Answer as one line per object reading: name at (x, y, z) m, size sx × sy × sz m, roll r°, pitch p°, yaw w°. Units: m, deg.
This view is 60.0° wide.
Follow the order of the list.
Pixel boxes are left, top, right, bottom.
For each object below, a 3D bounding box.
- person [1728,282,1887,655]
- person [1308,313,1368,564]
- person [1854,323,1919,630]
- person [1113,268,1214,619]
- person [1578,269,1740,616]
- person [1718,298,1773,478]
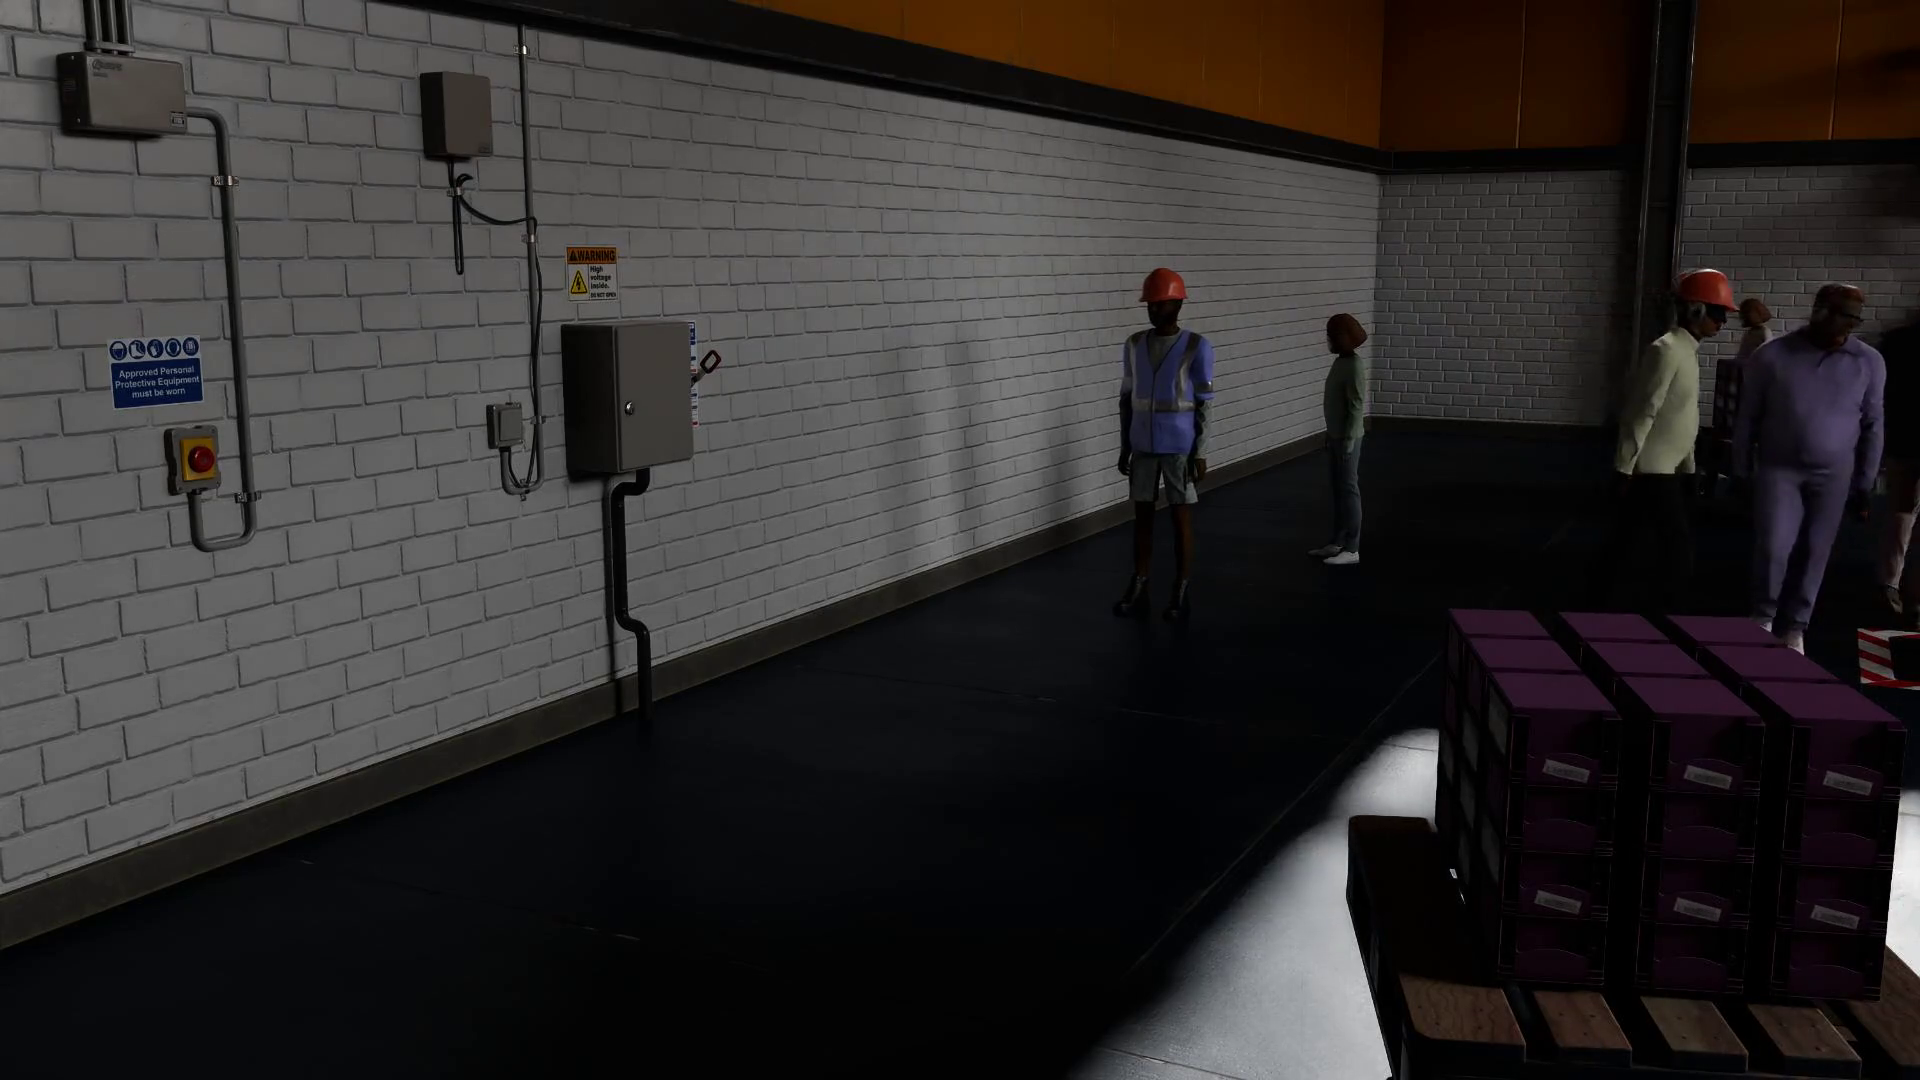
person at (4.195, -0.328, 8.245) m, size 0.681 × 1.875 × 0.464 m, roll 3°, pitch 10°, yaw 18°
person at (2.491, -0.658, 10.863) m, size 0.285 × 1.633 × 0.498 m, roll -1°, pitch 10°, yaw -3°
person at (5.241, -0.503, 9.000) m, size 0.512 × 1.967 × 0.695 m, roll -9°, pitch 13°, yaw -42°
person at (1.121, -0.528, 9.228) m, size 0.544 × 1.939 × 0.372 m, roll 6°, pitch 12°, yaw 32°
person at (3.511, -0.347, 8.168) m, size 0.933 × 1.938 × 0.630 m, roll 5°, pitch 11°, yaw 28°
person at (7.100, -1.337, 14.825) m, size 0.630 × 1.615 × 0.551 m, roll 2°, pitch 10°, yaw 9°
